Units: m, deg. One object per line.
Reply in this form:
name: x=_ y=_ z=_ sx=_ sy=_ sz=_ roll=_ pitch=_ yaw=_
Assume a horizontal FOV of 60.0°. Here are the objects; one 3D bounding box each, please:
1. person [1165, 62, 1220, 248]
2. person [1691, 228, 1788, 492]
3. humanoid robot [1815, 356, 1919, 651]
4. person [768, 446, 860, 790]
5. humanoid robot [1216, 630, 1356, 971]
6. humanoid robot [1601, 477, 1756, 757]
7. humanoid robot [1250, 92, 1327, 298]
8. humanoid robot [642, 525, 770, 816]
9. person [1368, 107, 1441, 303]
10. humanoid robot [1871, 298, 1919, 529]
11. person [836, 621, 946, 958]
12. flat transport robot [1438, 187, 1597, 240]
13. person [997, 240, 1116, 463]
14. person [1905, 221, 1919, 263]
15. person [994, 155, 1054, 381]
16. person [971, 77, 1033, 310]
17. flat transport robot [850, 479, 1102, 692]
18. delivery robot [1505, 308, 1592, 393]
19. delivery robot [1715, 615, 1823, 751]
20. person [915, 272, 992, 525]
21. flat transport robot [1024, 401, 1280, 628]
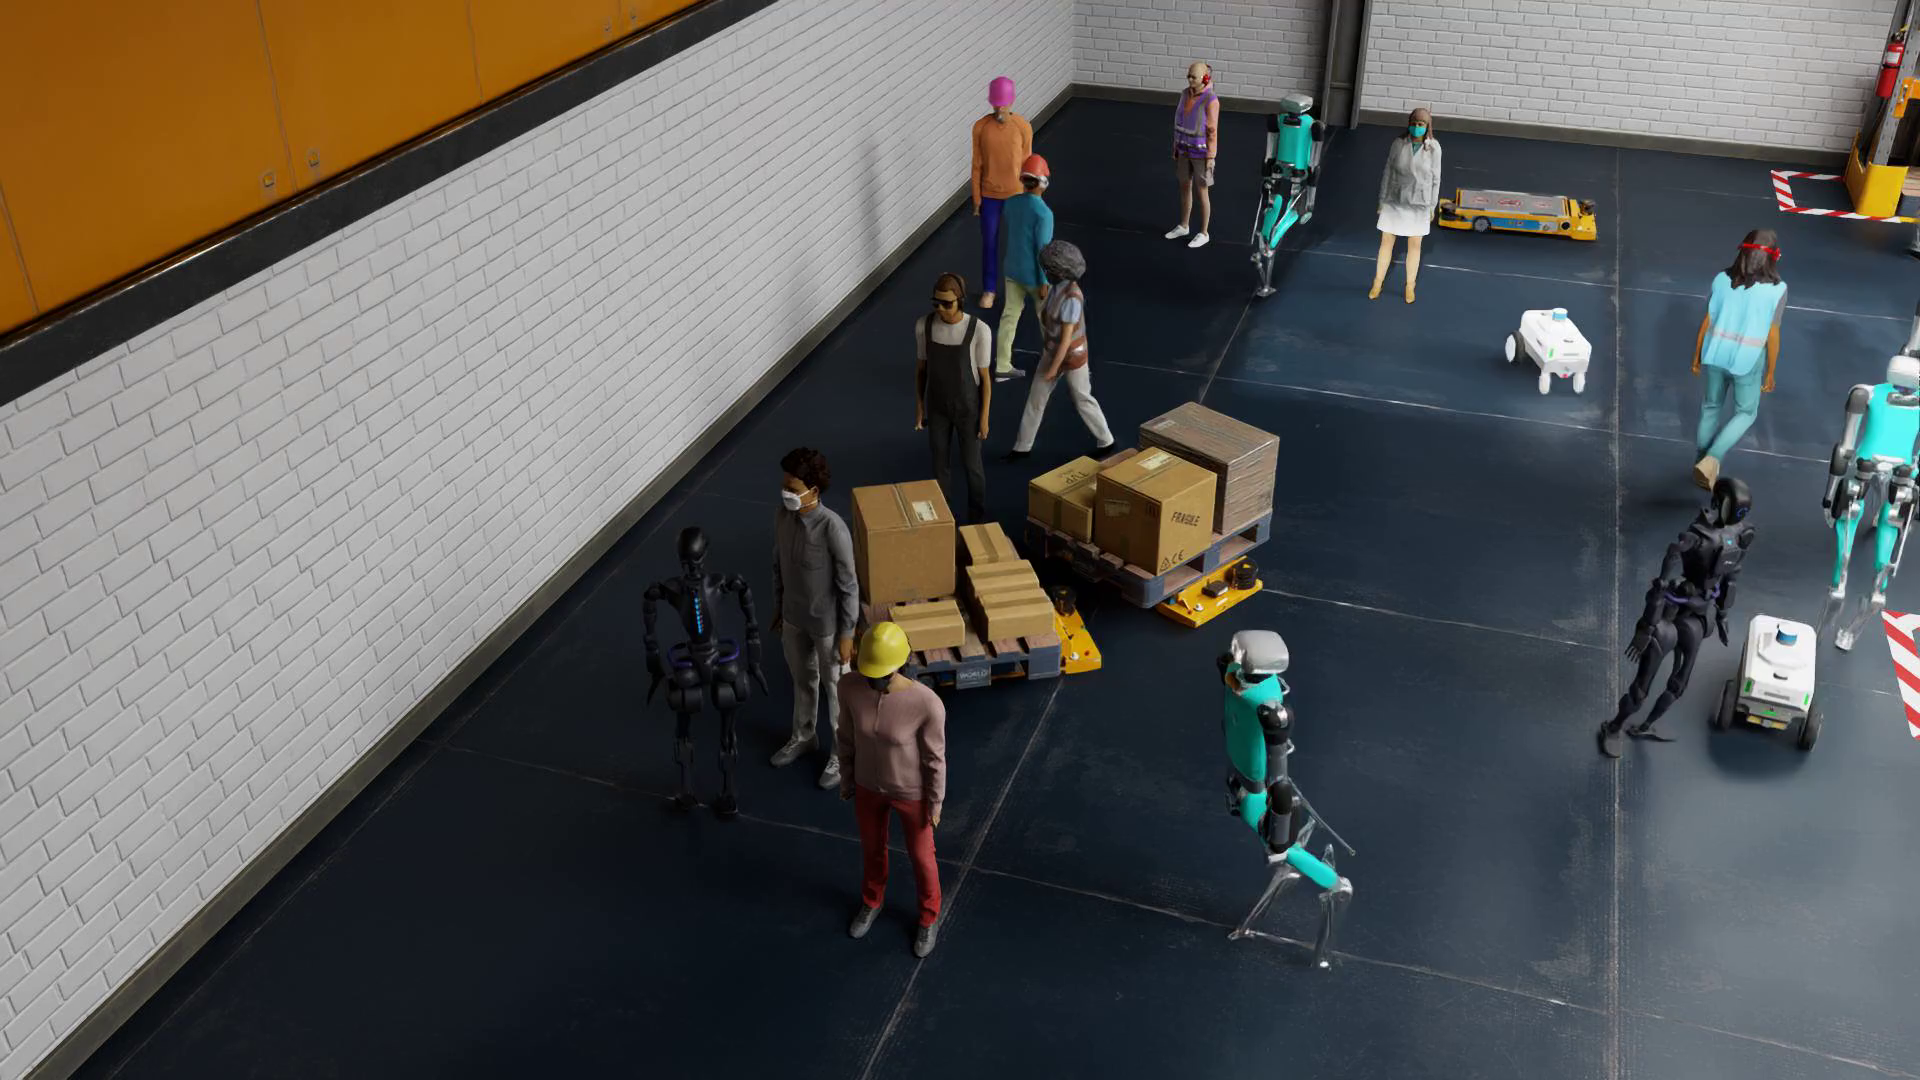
person: x=2.156 y=-3.536 z=15.242 sx=0.349 sy=1.687 sz=0.494 roll=-21 pitch=36 yaw=-31
person: x=5.120 y=-1.154 z=11.024 sx=0.553 sy=1.851 sz=0.553 roll=27 pitch=40 yaw=37
humanoid robot: x=5.146 y=-0.086 z=9.386 sx=0.538 sy=1.853 sz=0.661 roll=11 pitch=32 yaw=18
person: x=-0.722 y=0.383 z=8.367 sx=0.532 sy=1.899 sz=0.401 roll=21 pitch=37 yaw=32
humanoid robot: x=1.471 y=1.149 z=7.273 sx=0.797 sy=1.809 sz=0.546 roll=-10 pitch=32 yaw=-16
humanoid robot: x=3.712 y=0.392 z=8.576 sx=0.611 sy=1.641 sz=0.389 roll=-12 pitch=32 yaw=-19
humanoid robot: x=2.635 y=-2.771 z=13.939 sx=0.530 sy=1.824 sz=0.755 roll=23 pitch=37 yaw=33
humanoid robot: x=-1.244 y=0.643 z=8.132 sx=0.607 sy=1.649 sz=0.358 roll=-6 pitch=31 yaw=-10
person: x=3.773 y=-2.814 z=14.037 sx=0.485 sy=1.659 sz=0.339 roll=11 pitch=32 yaw=17
humanoid robot: x=6.125 y=-0.797 z=10.542 sx=0.540 sy=1.794 sz=0.853 roll=21 pitch=37 yaw=32
person: x=-0.307 y=1.093 z=7.299 sx=0.520 sy=1.758 sz=0.347 roll=13 pitch=33 yaw=20
flat transport robot: x=5.338 y=-3.128 z=15.946 sx=1.431 sy=0.231 sz=0.659 roll=8 pitch=31 yaw=13
person: x=0.726 y=-1.274 z=11.428 sx=0.825 sy=1.641 sz=0.423 roll=-13 pitch=33 yaw=-21
person: x=8.945 y=-3.228 z=14.605 sx=0.629 sy=1.797 sz=0.825 roll=-19 pitch=36 yaw=-29
person: x=0.565 y=-2.082 z=12.746 sx=0.815 sy=1.702 sz=0.581 roll=-23 pitch=38 yaw=-34
person: x=0.342 y=-2.876 z=13.845 sx=0.512 sy=1.974 sz=0.406 roll=3 pitch=31 yaw=5
flat transport robot: x=0.042 y=0.589 z=9.623 sx=1.431 sy=0.231 sz=0.659 roll=-7 pitch=31 yaw=-11
delivery robot: x=4.603 y=-1.507 z=12.917 sx=0.499 sy=0.604 sz=0.801 roll=-1 pitch=30 yaw=-1
delivery robot: x=4.447 y=0.754 z=9.075 sx=0.499 sy=0.609 sz=0.805 roll=13 pitch=33 yaw=21
person: x=-0.047 y=-0.821 z=10.480 sx=0.507 sy=1.840 sz=0.342 roll=12 pitch=32 yaw=19
flat transport robot: x=1.139 y=0.092 z=10.469 sx=0.659 sy=0.231 sz=1.431 roll=-26 pitch=39 yaw=-37
